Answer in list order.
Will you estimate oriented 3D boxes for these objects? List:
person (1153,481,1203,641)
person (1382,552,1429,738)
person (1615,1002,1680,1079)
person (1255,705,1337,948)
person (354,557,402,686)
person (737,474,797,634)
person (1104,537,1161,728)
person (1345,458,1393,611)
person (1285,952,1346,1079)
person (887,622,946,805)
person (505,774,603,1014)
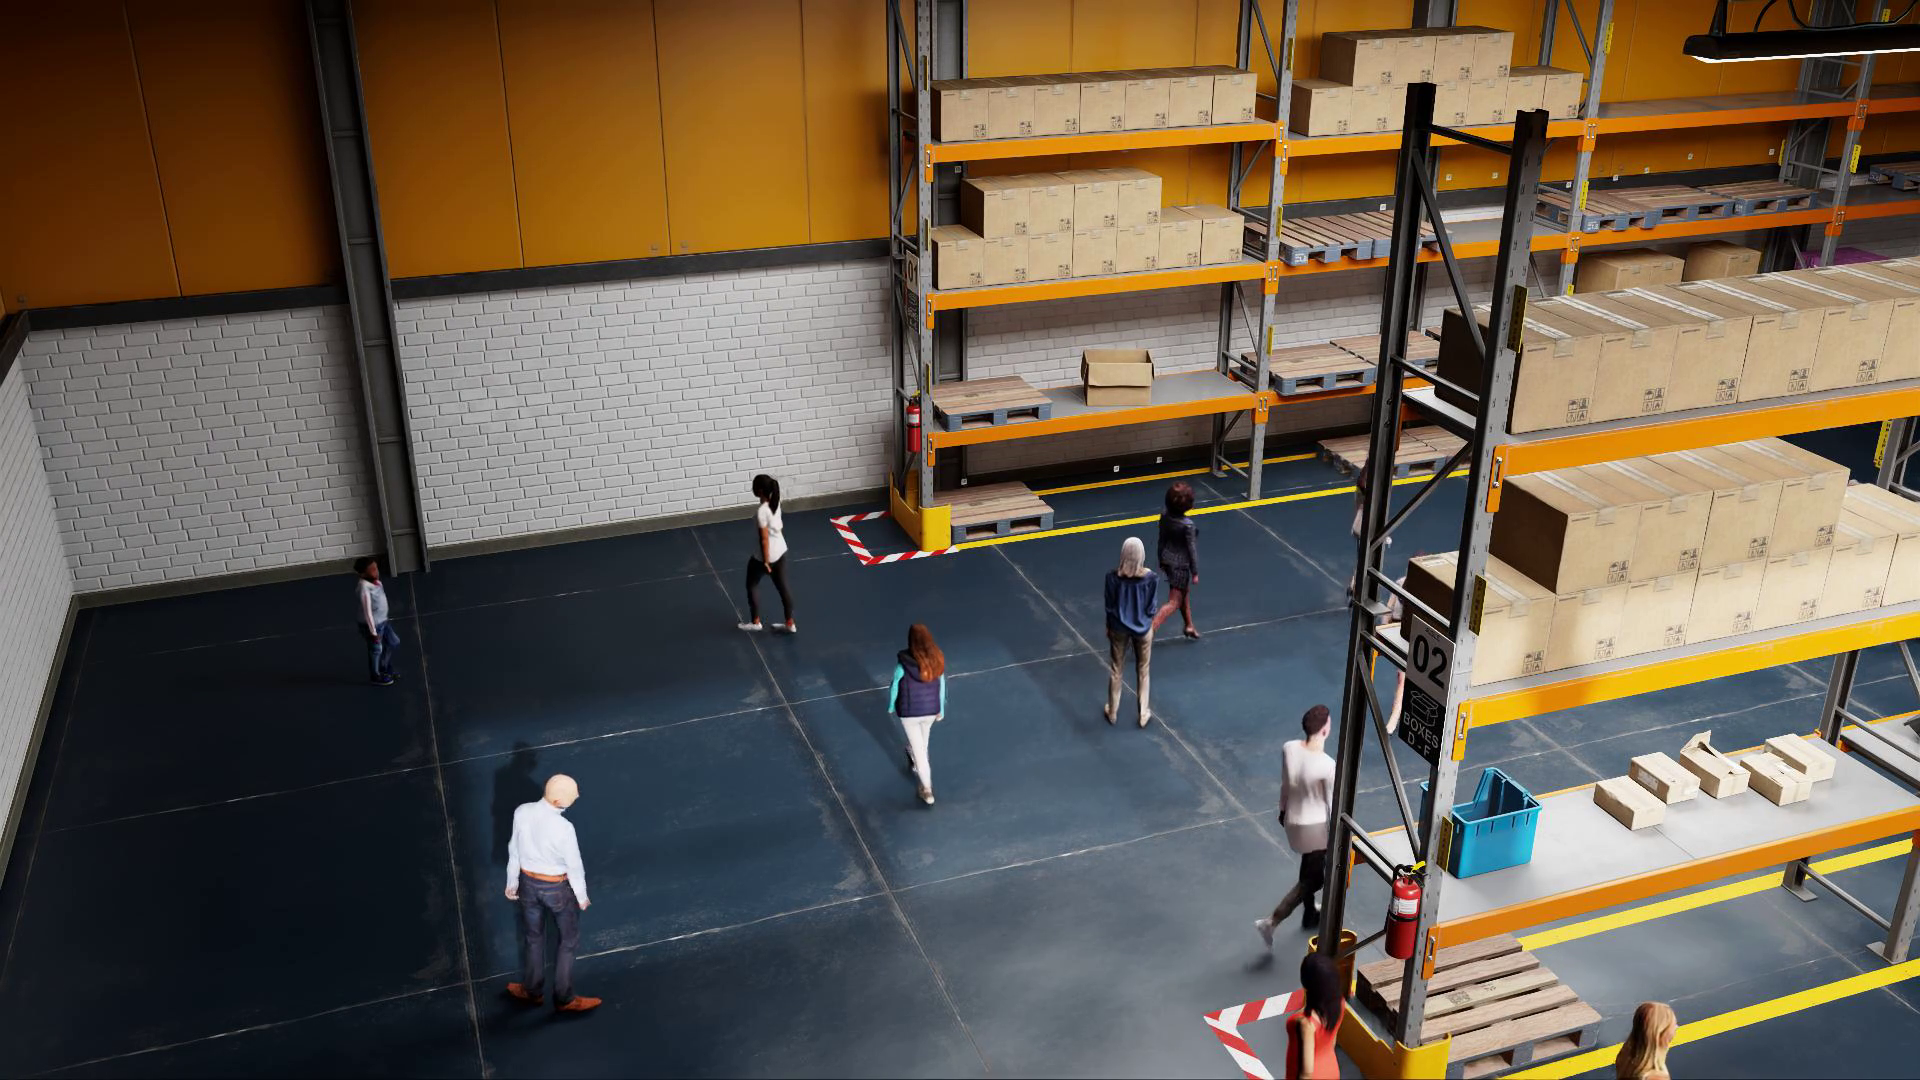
[{"bbox_3d":[1.958,0.287,15.447,1.076,1.670,0.739,-12,26,-26],"label":"person"},{"bbox_3d":[3.862,0.844,14.265,1.006,1.596,1.152,14,27,30],"label":"person"},{"bbox_3d":[3.392,3.189,8.684,1.252,1.769,0.983,3,24,7],"label":"person"},{"bbox_3d":[2.356,1.977,11.394,1.125,1.819,0.818,-15,28,-30],"label":"person"},{"bbox_3d":[-5.327,0.723,14.977,0.609,1.248,0.575,0,24,1],"label":"person"},{"bbox_3d":[-1.725,0.154,15.809,0.898,1.624,0.831,10,26,22],"label":"person"},{"bbox_3d":[1.467,0.781,14.292,0.689,1.690,0.787,4,24,9],"label":"person"},{"bbox_3d":[3.896,-0.053,16.143,0.603,1.736,0.625,-5,24,-12],"label":"person"},{"bbox_3d":[1.940,3.001,9.177,0.727,1.719,0.613,18,29,35],"label":"person"},{"bbox_3d":[-0.305,1.393,13.178,0.874,1.462,0.645,-9,25,-21],"label":"person"},{"bbox_3d":[-2.731,2.284,10.773,0.818,1.755,0.919,3,24,7],"label":"person"}]
